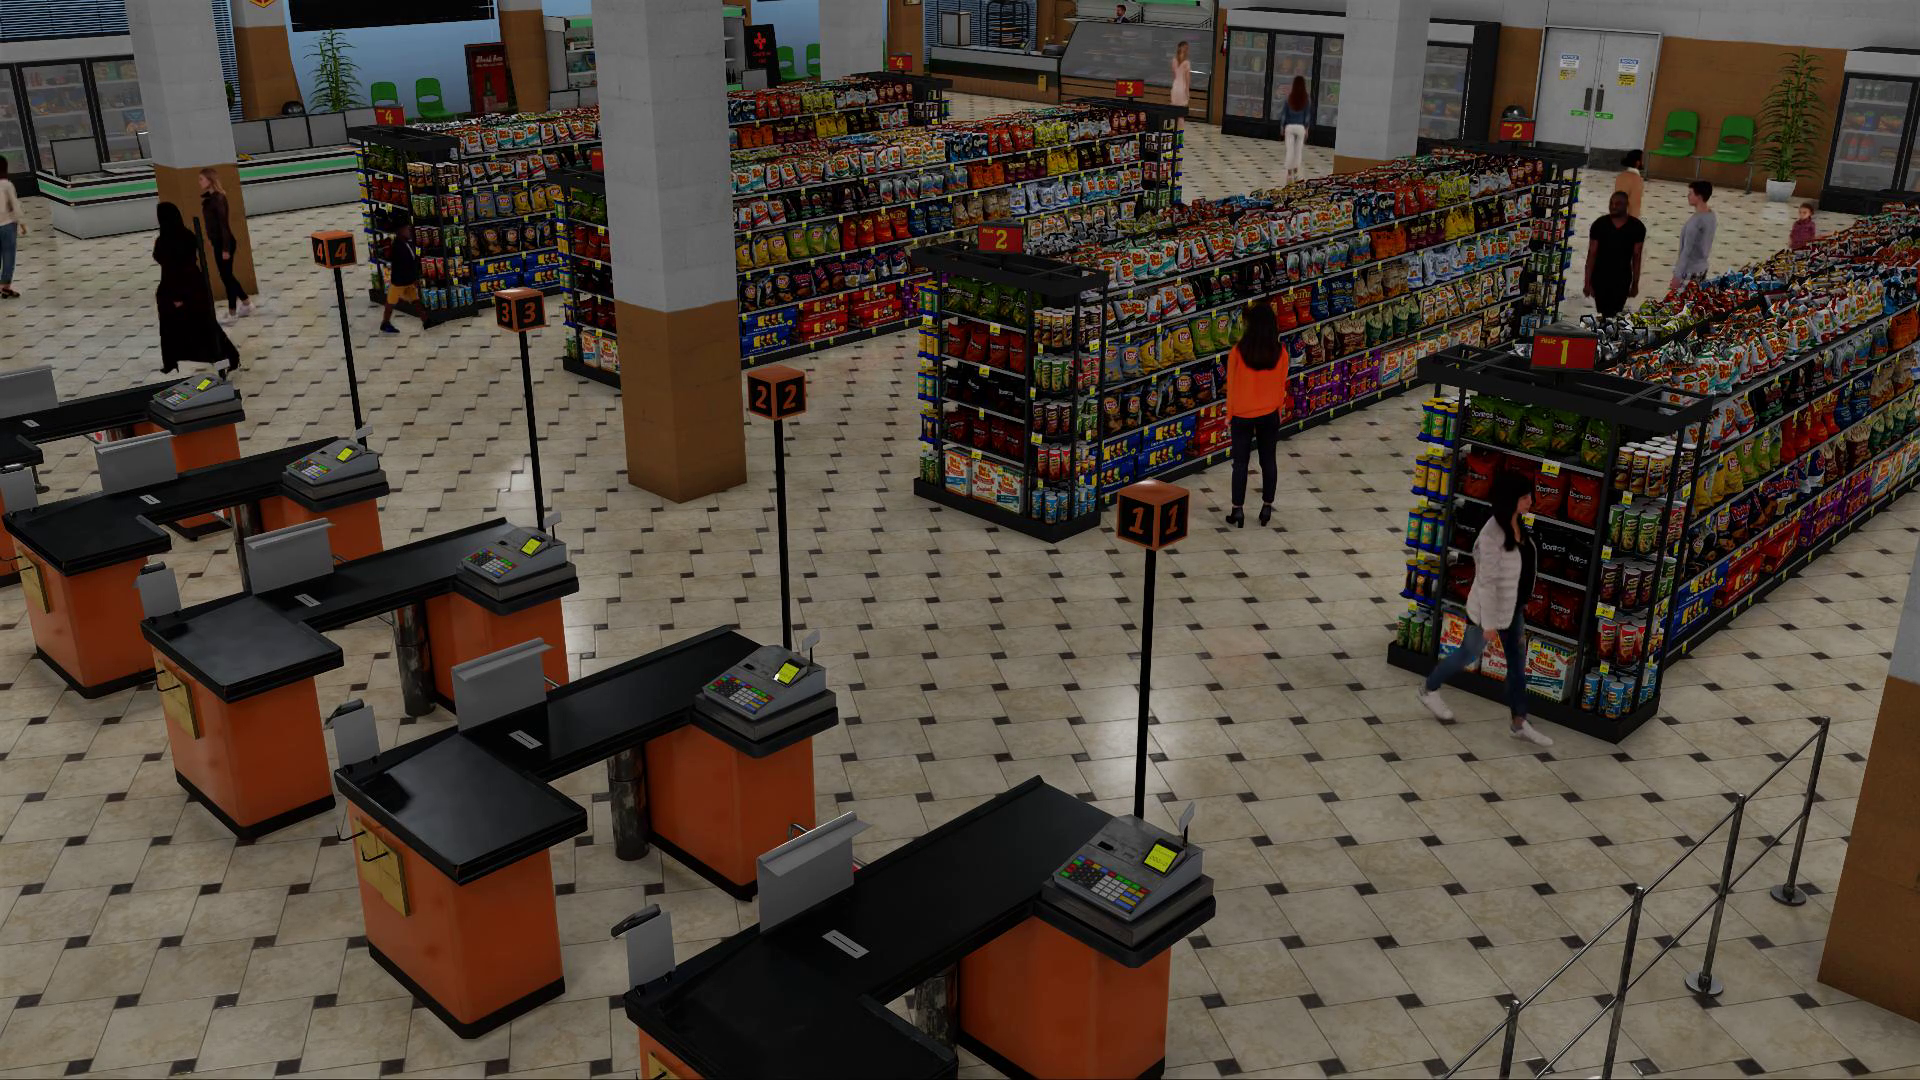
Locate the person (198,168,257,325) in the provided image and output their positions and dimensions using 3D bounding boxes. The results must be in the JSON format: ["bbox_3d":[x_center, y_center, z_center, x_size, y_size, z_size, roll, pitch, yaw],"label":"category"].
[{"bbox_3d":[-8.139,-3.279,18.451,0.759,1.712,0.656,-16,27,-35],"label":"person"}]

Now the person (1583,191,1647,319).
[{"bbox_3d":[6.518,-2.581,16.614,0.862,1.786,1.142,11,24,26],"label":"person"}]

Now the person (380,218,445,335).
[{"bbox_3d":[-6.089,-2.810,17.935,0.950,1.227,0.842,-2,22,-5],"label":"person"}]

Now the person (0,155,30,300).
[{"bbox_3d":[-11.257,-3.634,19.420,0.790,1.648,0.820,-2,22,-5],"label":"person"}]

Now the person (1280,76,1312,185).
[{"bbox_3d":[5.349,-6.513,26.564,1.028,1.664,1.181,4,22,10],"label":"person"}]

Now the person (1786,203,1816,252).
[{"bbox_3d":[10.171,-3.555,20.078,0.436,1.010,0.469,19,29,39],"label":"person"}]

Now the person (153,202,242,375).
[{"bbox_3d":[-7.508,-2.414,16.294,1.053,1.715,1.145,6,23,16],"label":"person"}]

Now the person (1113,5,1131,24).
[{"bbox_3d":[3.712,-11.421,38.507,0.629,1.867,0.562,20,29,40],"label":"person"}]

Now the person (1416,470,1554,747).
[{"bbox_3d":[2.986,0.373,9.512,0.704,1.601,1.000,19,29,40],"label":"person"}]

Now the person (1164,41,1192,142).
[{"bbox_3d":[3.993,-8.255,30.697,0.591,1.814,0.788,19,29,40],"label":"person"}]

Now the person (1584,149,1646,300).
[{"bbox_3d":[7.635,-3.635,19.310,1.113,1.733,1.005,-3,22,-8],"label":"person"}]

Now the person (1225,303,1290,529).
[{"bbox_3d":[2.237,-0.939,12.577,0.687,1.749,0.767,-2,22,-6],"label":"person"}]

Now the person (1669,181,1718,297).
[{"bbox_3d":[7.476,-2.713,16.878,0.717,1.835,0.740,20,29,40],"label":"person"}]
